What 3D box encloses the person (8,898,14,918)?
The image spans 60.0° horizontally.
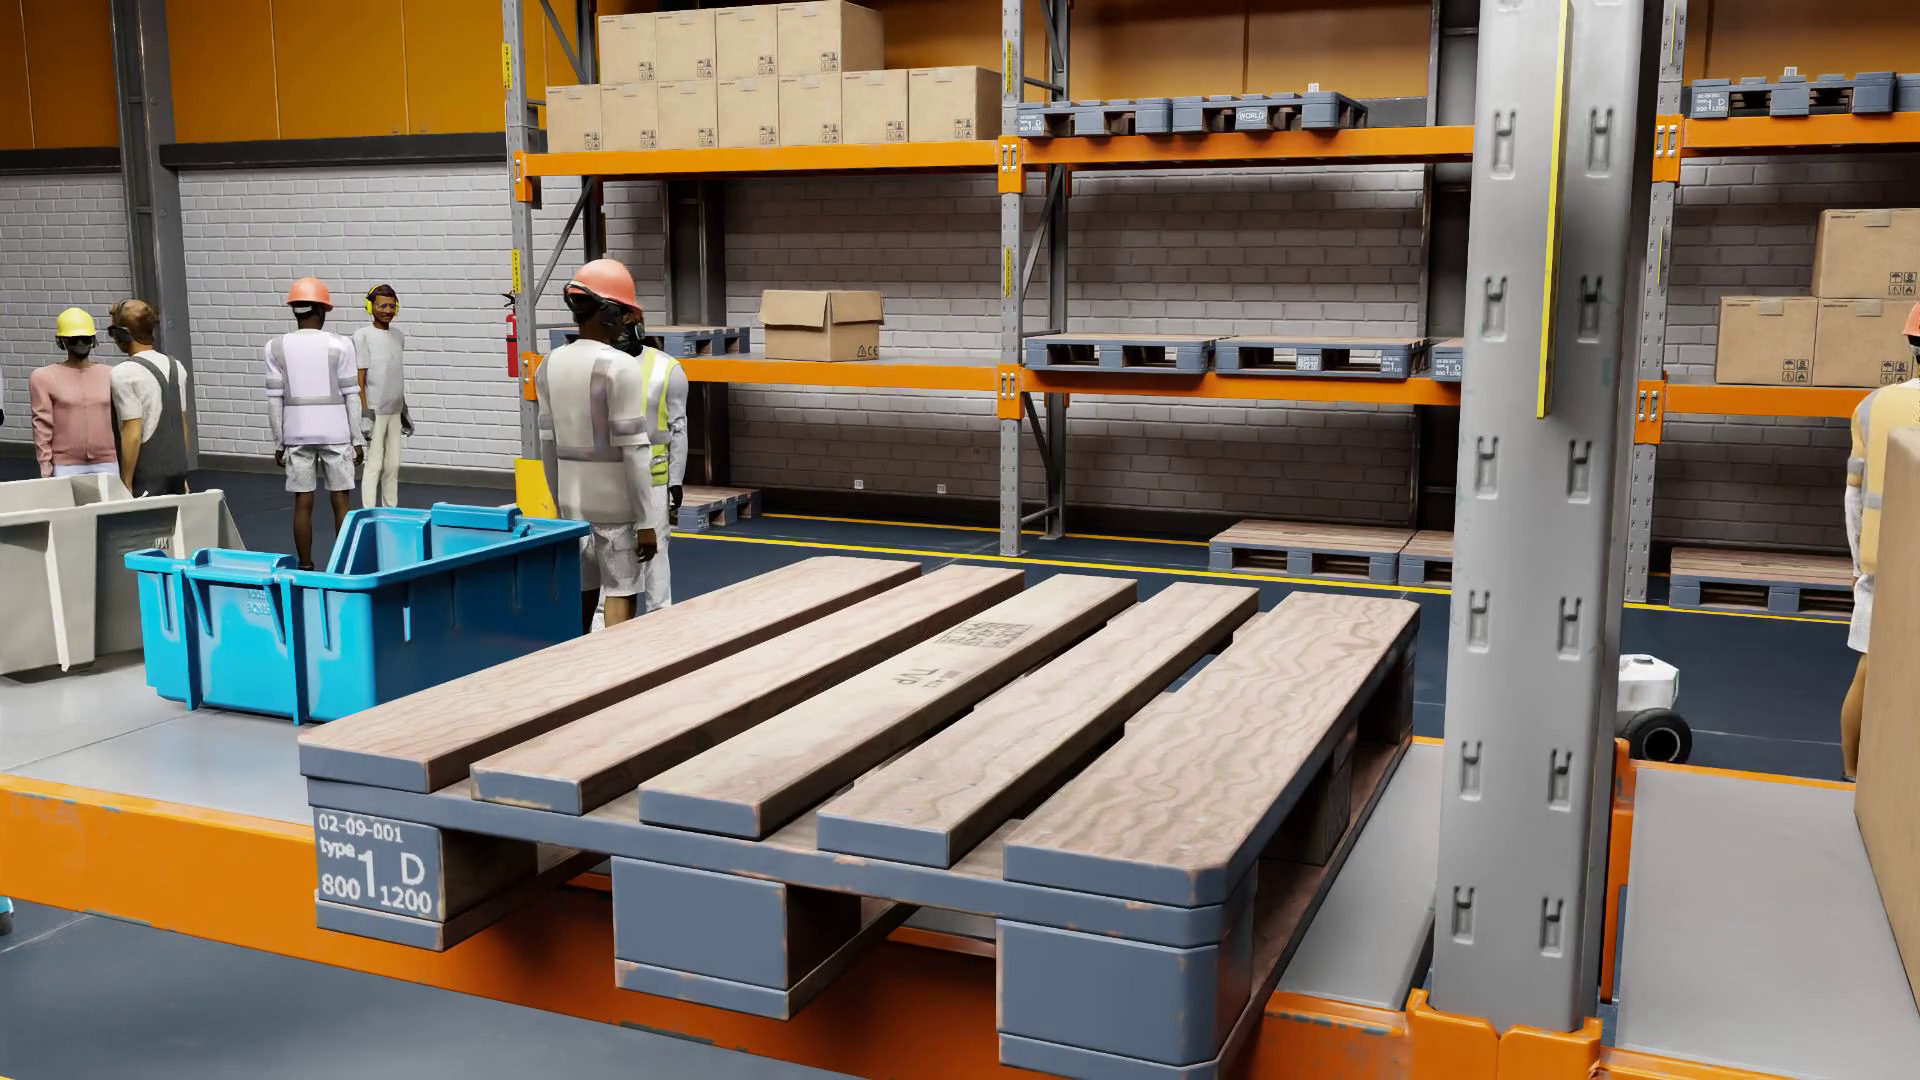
[{"bbox_3d":[-3.093,0.273,4.821,0.404,1.919,0.587,-1,10,-6],"label":"person"}]

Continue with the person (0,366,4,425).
[{"bbox_3d":[-7.654,-1.011,12.723,0.620,1.846,0.429,-4,10,-25],"label":"person"}]

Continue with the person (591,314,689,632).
[{"bbox_3d":[-1.711,-0.314,8.552,0.626,1.844,0.429,0,9,2],"label":"person"}]

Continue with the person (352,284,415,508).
[{"bbox_3d":[-4.168,-0.916,12.089,0.335,1.865,0.519,4,10,21],"label":"person"}]

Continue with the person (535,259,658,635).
[{"bbox_3d":[-1.458,-0.127,6.855,0.605,2.035,0.385,7,12,37],"label":"person"}]

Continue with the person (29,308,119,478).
[{"bbox_3d":[-4.997,-0.438,9.514,0.524,1.769,0.325,-9,13,-43],"label":"person"}]

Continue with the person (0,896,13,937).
[{"bbox_3d":[-2.948,0.320,4.741,0.372,1.843,0.570,-2,10,-12],"label":"person"}]

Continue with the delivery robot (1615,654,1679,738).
[{"bbox_3d":[2.486,0.592,6.686,0.707,0.478,0.477,-1,10,-4],"label":"delivery robot"}]

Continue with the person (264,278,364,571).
[{"bbox_3d":[-3.926,-0.628,10.170,0.542,1.928,0.374,-2,10,-10],"label":"person"}]

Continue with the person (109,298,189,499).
[{"bbox_3d":[-4.119,-0.305,8.490,0.325,1.842,0.516,1,10,9],"label":"person"}]

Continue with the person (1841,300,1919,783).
[{"bbox_3d":[3.365,0.091,5.835,0.379,1.938,0.547,-3,10,-16],"label":"person"}]
